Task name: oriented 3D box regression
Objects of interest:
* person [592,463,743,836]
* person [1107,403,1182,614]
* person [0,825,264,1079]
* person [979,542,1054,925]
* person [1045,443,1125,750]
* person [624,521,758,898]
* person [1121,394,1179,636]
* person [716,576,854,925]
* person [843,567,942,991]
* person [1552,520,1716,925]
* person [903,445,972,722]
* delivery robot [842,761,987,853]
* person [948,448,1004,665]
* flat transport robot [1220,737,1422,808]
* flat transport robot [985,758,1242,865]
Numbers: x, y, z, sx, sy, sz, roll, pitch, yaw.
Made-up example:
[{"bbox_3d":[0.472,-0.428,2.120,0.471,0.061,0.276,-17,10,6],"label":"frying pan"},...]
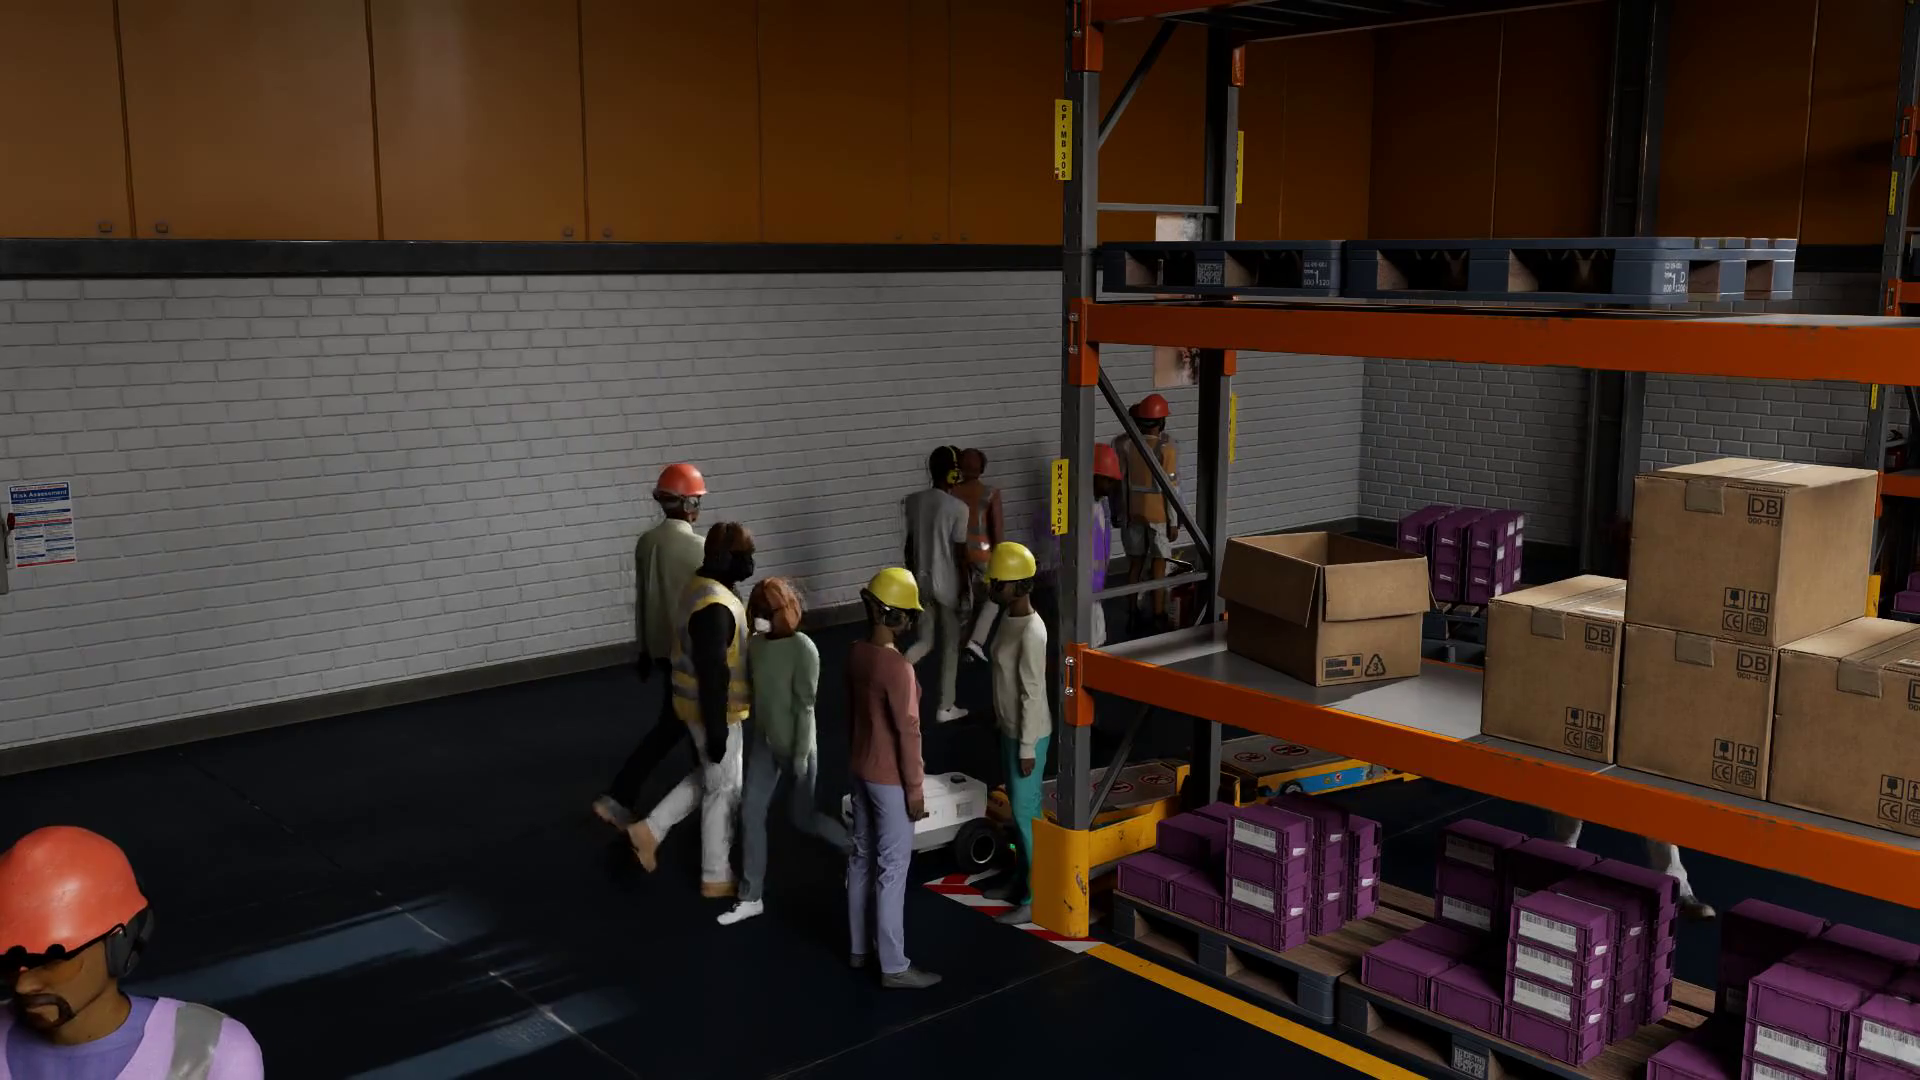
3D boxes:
[{"bbox_3d":[-1.548,0.573,8.817,0.977,1.959,0.624,-8,12,-39],"label":"person"},{"bbox_3d":[1.546,-0.255,14.073,0.642,1.814,0.460,4,10,21],"label":"person"},{"bbox_3d":[-1.573,1.505,3.059,0.605,2.045,0.383,0,10,-2],"label":"person"},{"bbox_3d":[0.252,0.876,7.593,0.340,1.760,0.530,-1,10,-8],"label":"person"},{"bbox_3d":[0.695,0.338,10.304,0.671,1.914,0.559,5,11,27],"label":"person"},{"bbox_3d":[-1.259,0.810,7.834,0.671,1.814,0.673,-2,10,-10],"label":"person"},{"bbox_3d":[1.543,-0.201,13.344,0.348,1.942,0.548,-9,13,-42],"label":"person"},{"bbox_3d":[-0.766,0.939,7.658,0.496,1.601,0.726,9,13,42],"label":"person"},{"bbox_3d":[-0.295,0.986,6.933,0.324,1.760,0.523,-6,11,-32],"label":"person"},{"bbox_3d":[3.072,0.824,7.635,0.573,1.833,0.988,-2,10,-13],"label":"person"},{"bbox_3d":[-0.185,0.315,10.654,0.515,1.840,0.679,6,12,33],"label":"person"},{"bbox_3d":[-0.221,1.327,8.179,0.707,0.478,0.477,-7,12,-35],"label":"delivery robot"},{"bbox_3d":[0.094,0.132,12.282,0.545,1.626,0.351,6,11,30],"label":"person"},{"bbox_3d":[1.947,1.283,9.543,1.431,0.197,0.652,-5,11,-29],"label":"flat transport robot"},{"bbox_3d":[0.744,1.411,8.790,1.431,0.197,0.652,-5,11,-28],"label":"flat transport robot"}]
